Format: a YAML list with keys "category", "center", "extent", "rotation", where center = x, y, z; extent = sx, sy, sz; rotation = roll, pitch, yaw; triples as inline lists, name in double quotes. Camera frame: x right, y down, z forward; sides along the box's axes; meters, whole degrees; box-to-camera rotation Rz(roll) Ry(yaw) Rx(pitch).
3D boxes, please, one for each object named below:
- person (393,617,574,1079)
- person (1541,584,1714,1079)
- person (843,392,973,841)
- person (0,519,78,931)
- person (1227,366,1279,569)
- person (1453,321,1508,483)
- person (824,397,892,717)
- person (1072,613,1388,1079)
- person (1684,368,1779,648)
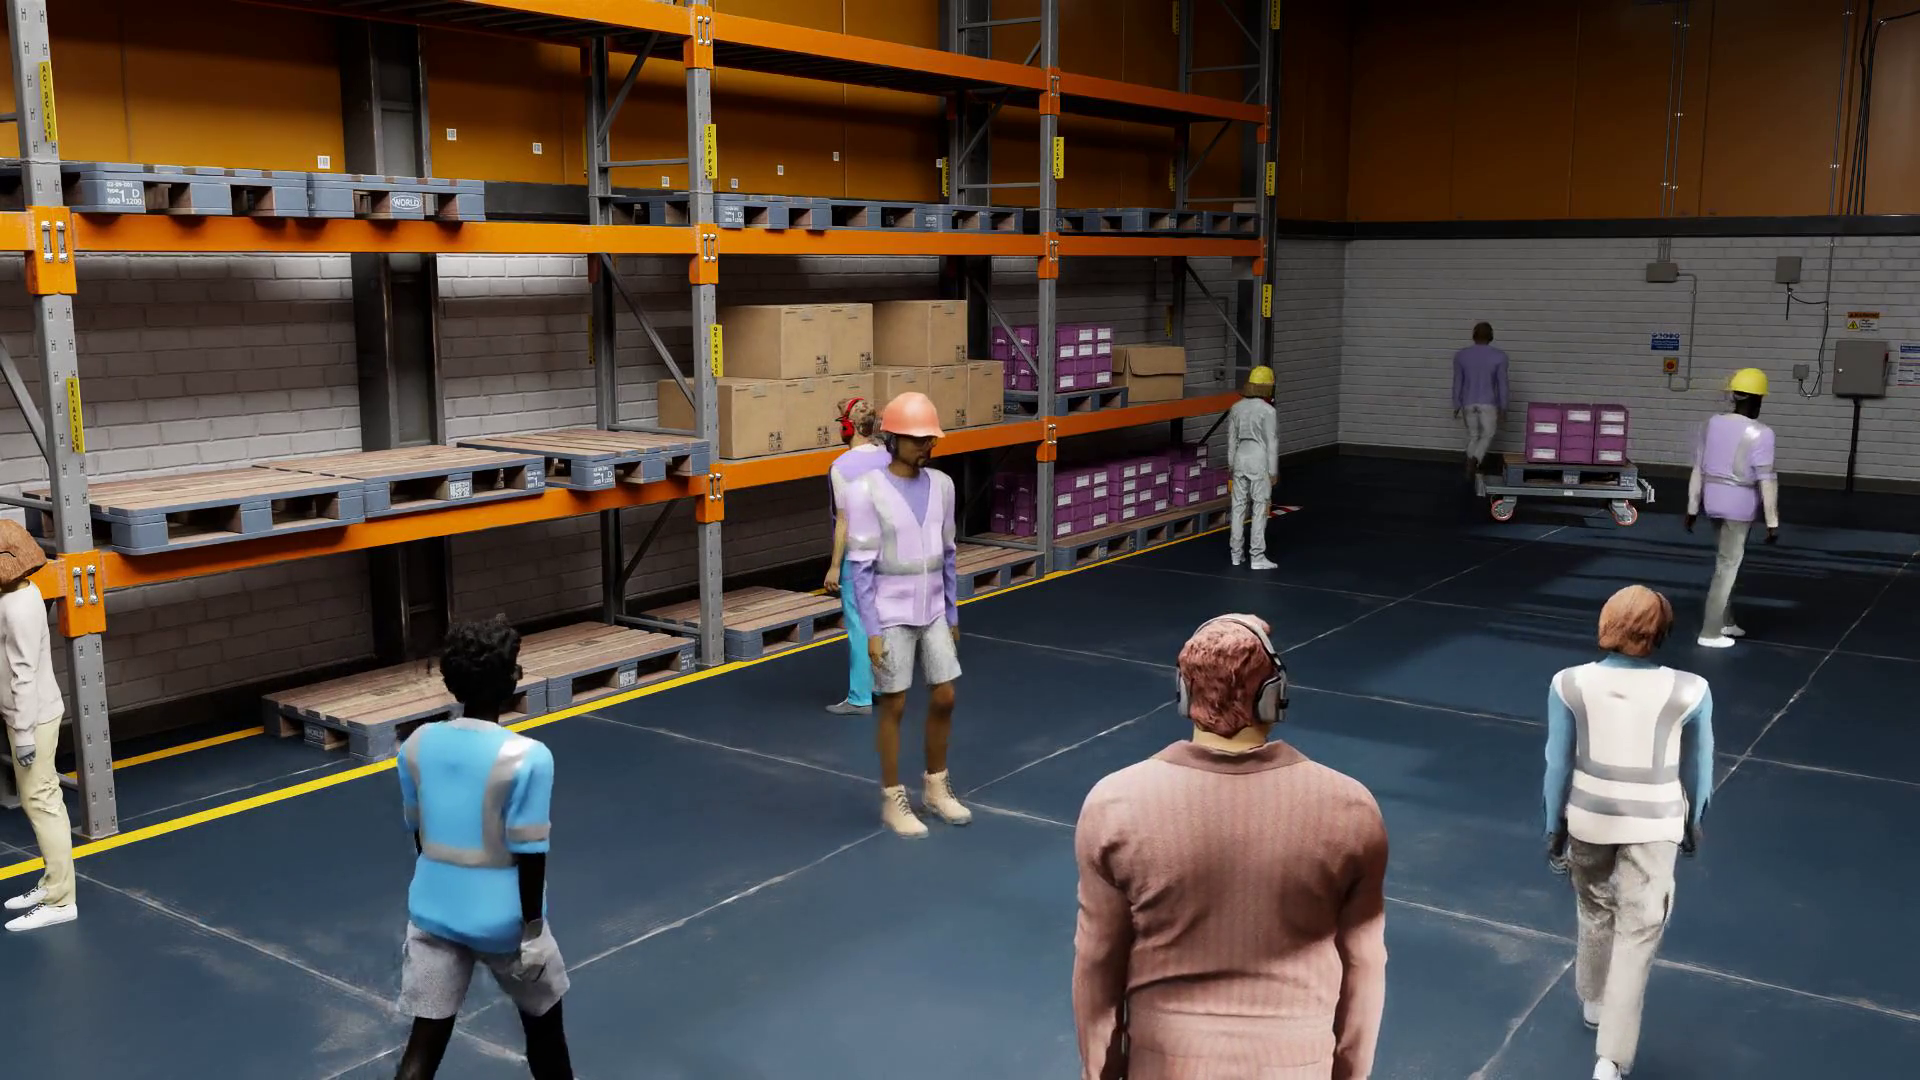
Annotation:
- category: "person"
  center: [-1.351, 1.039, 4.624]
  extent: [0.545, 1.651, 0.882]
  rotation: [4, 10, 24]
- category: "person"
  center: [2.126, 0.938, 5.366]
  extent: [0.492, 1.594, 0.860]
  rotation: [6, 11, 34]
- category: "person"
  center: [-0.229, 0.343, 7.603]
  extent: [0.631, 2.040, 0.407]
  rotation: [-7, 12, -37]
- category: "person"
  center: [-3.697, 0.721, 6.580]
  extent: [0.277, 1.629, 0.496]
  rotation: [-6, 11, -30]
- category: "person"
  center: [2.511, -0.619, 14.258]
  extent: [0.368, 1.729, 0.542]
  rotation: [-9, 13, -42]
- category: "person"
  center: [6.070, -1.593, 19.476]
  extent: [0.644, 1.924, 0.663]
  rotation: [6, 11, 33]
- category: "person"
  center: [-0.556, 0.102, 9.602]
  extent: [0.388, 1.848, 0.564]
  rotation: [6, 11, 32]
- category: "person"
  center: [0.560, 1.097, 3.519]
  extent: [0.642, 1.905, 0.401]
  rotation: [1, 10, 6]
- category: "person"
  center: [5.311, -0.211, 11.278]
  extent: [0.695, 1.903, 0.628]
  rotation: [-4, 10, -21]
